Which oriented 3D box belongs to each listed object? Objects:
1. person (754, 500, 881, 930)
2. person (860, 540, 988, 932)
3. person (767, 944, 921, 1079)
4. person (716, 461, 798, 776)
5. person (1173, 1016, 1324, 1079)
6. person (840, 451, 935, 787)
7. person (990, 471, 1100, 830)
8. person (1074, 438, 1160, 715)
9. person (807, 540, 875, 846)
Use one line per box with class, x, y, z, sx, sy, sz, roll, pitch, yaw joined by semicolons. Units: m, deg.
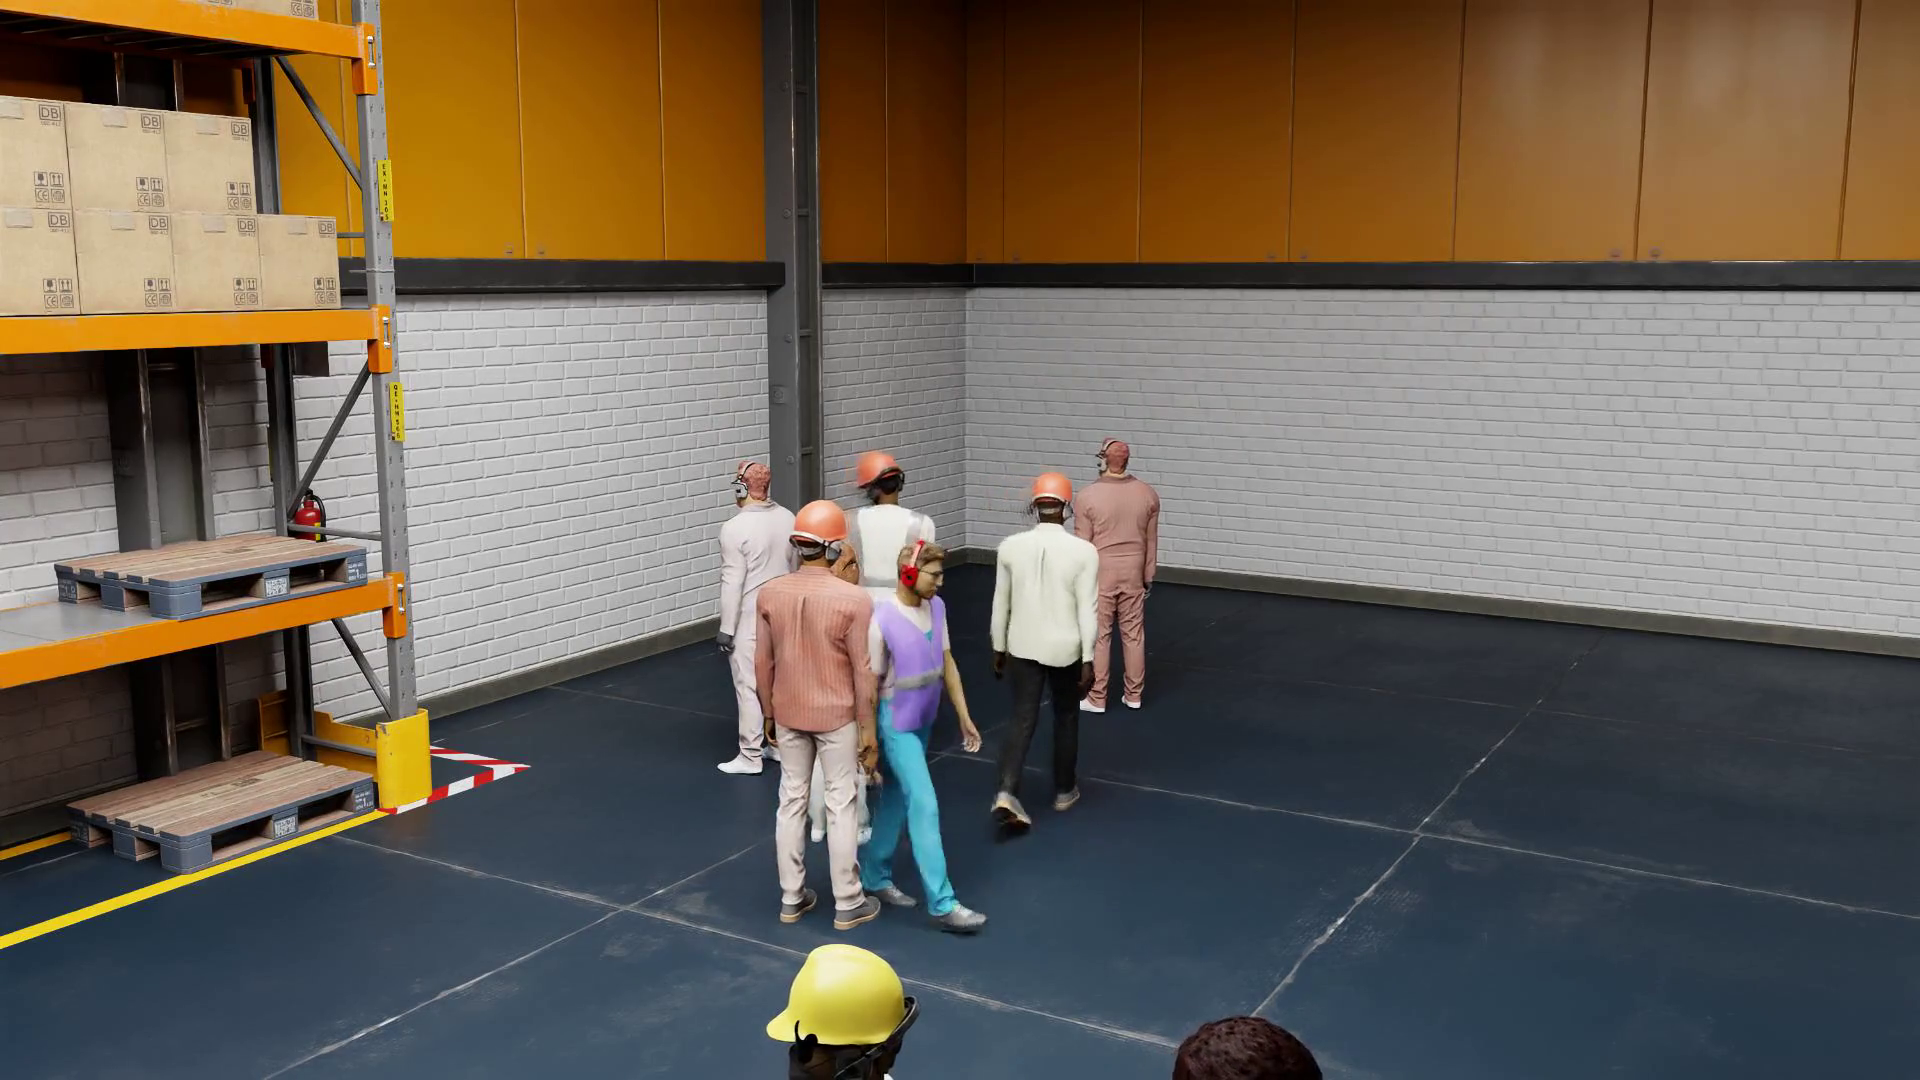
person;-0.653;0.807;7.729;0.612;1.994;0.395;4;10;23
person;-0.142;0.904;7.749;0.873;1.798;0.556;5;10;27
person;-0.209;1.637;3.259;0.311;1.769;0.522;-1;9;-7
person;-1.251;0.470;10.107;0.409;1.907;0.651;6;11;33
person;0.363;1.664;2.621;0.370;1.915;0.597;-1;9;-6
person;-0.446;0.463;9.966;0.601;1.988;1.027;1;9;3
person;0.438;0.606;9.140;0.636;1.953;0.923;3;10;20
person;1.038;0.256;11.469;0.658;1.904;0.400;-4;10;-22
person;-0.643;0.810;8.832;0.497;1.633;0.285;3;10;20
